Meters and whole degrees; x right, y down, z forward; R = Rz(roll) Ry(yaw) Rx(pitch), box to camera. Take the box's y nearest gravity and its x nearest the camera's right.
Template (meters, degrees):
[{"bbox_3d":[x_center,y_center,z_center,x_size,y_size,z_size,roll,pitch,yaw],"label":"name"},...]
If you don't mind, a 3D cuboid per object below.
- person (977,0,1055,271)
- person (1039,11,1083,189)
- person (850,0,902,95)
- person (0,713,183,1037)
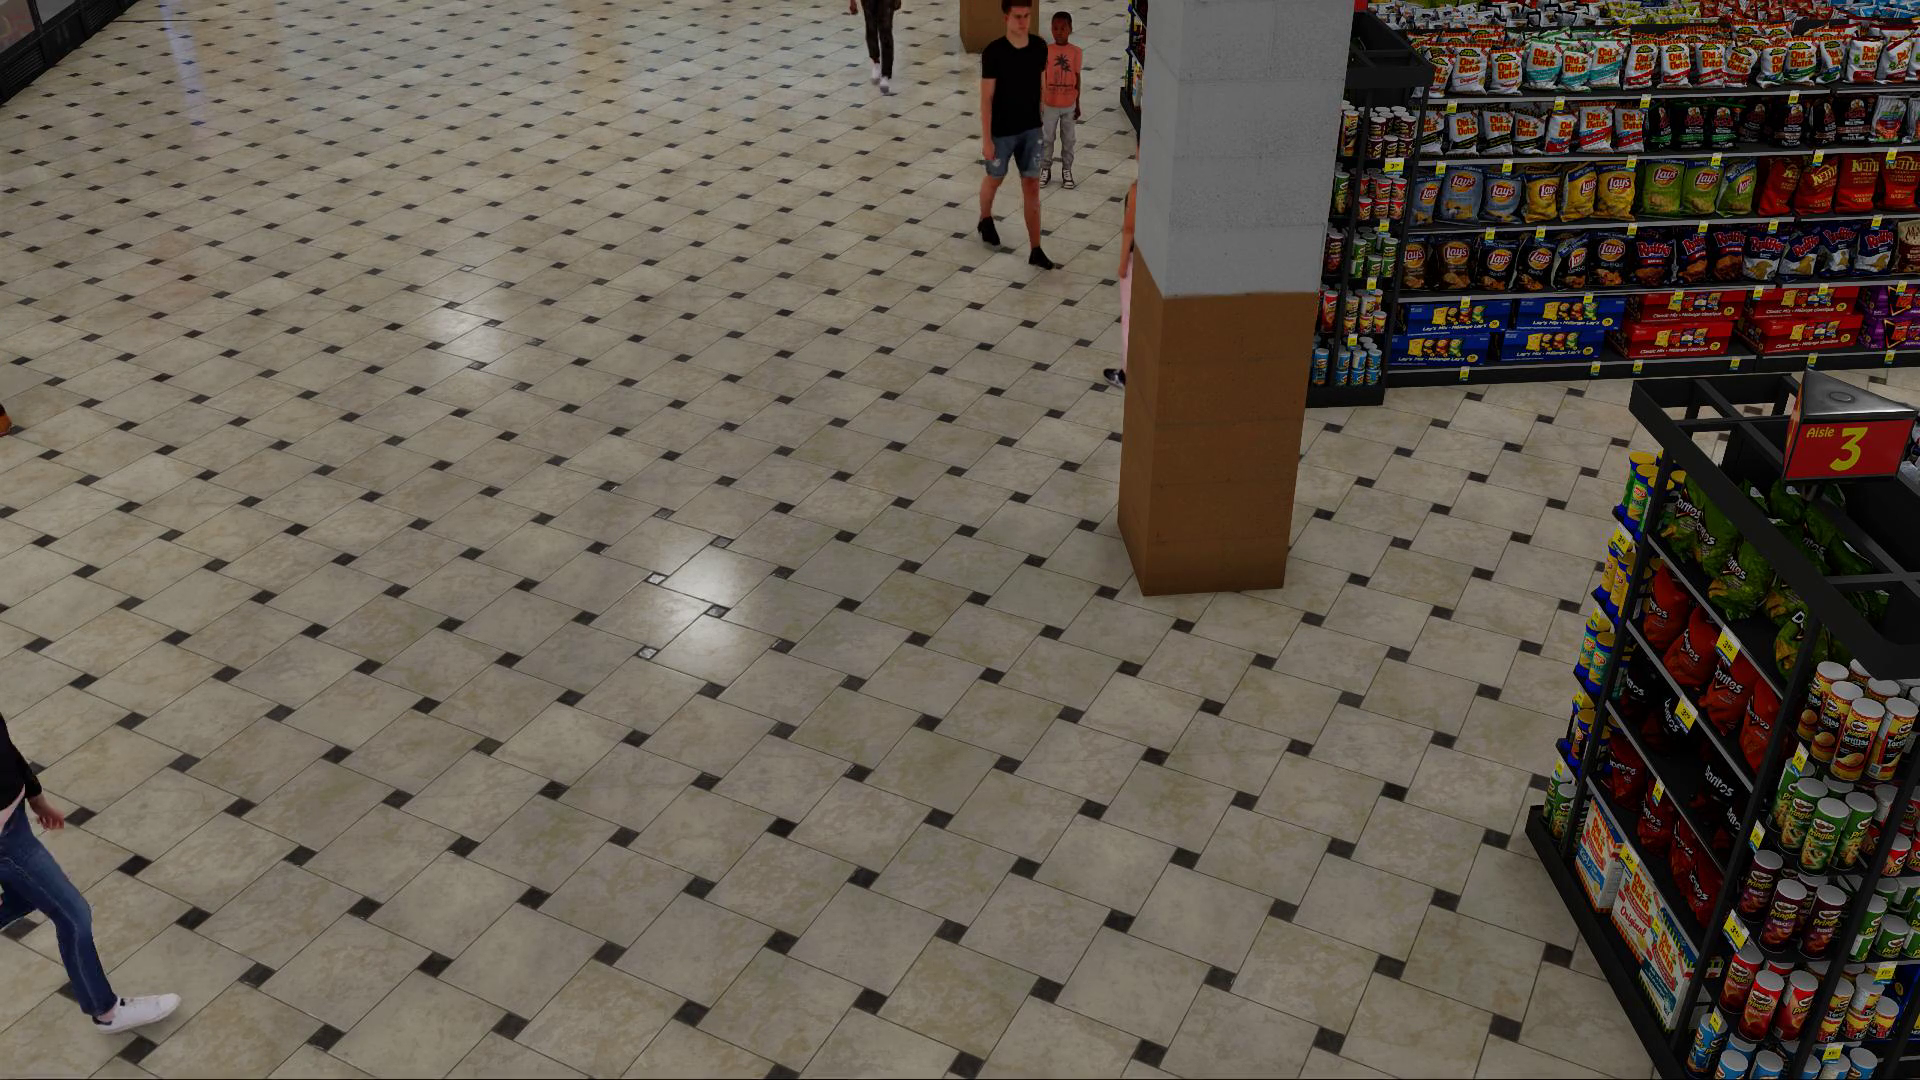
[{"bbox_3d":[0.312,-2.786,11.252,1.225,1.797,0.984,-12,34,-18],"label":"person"},{"bbox_3d":[0.753,-3.338,12.600,0.458,1.311,0.581,3,32,5],"label":"person"},{"bbox_3d":[-0.735,-4.833,14.680,1.104,1.652,0.727,0,32,0],"label":"person"},{"bbox_3d":[-3.123,0.974,5.244,1.142,1.761,0.810,-12,34,-19],"label":"person"}]
